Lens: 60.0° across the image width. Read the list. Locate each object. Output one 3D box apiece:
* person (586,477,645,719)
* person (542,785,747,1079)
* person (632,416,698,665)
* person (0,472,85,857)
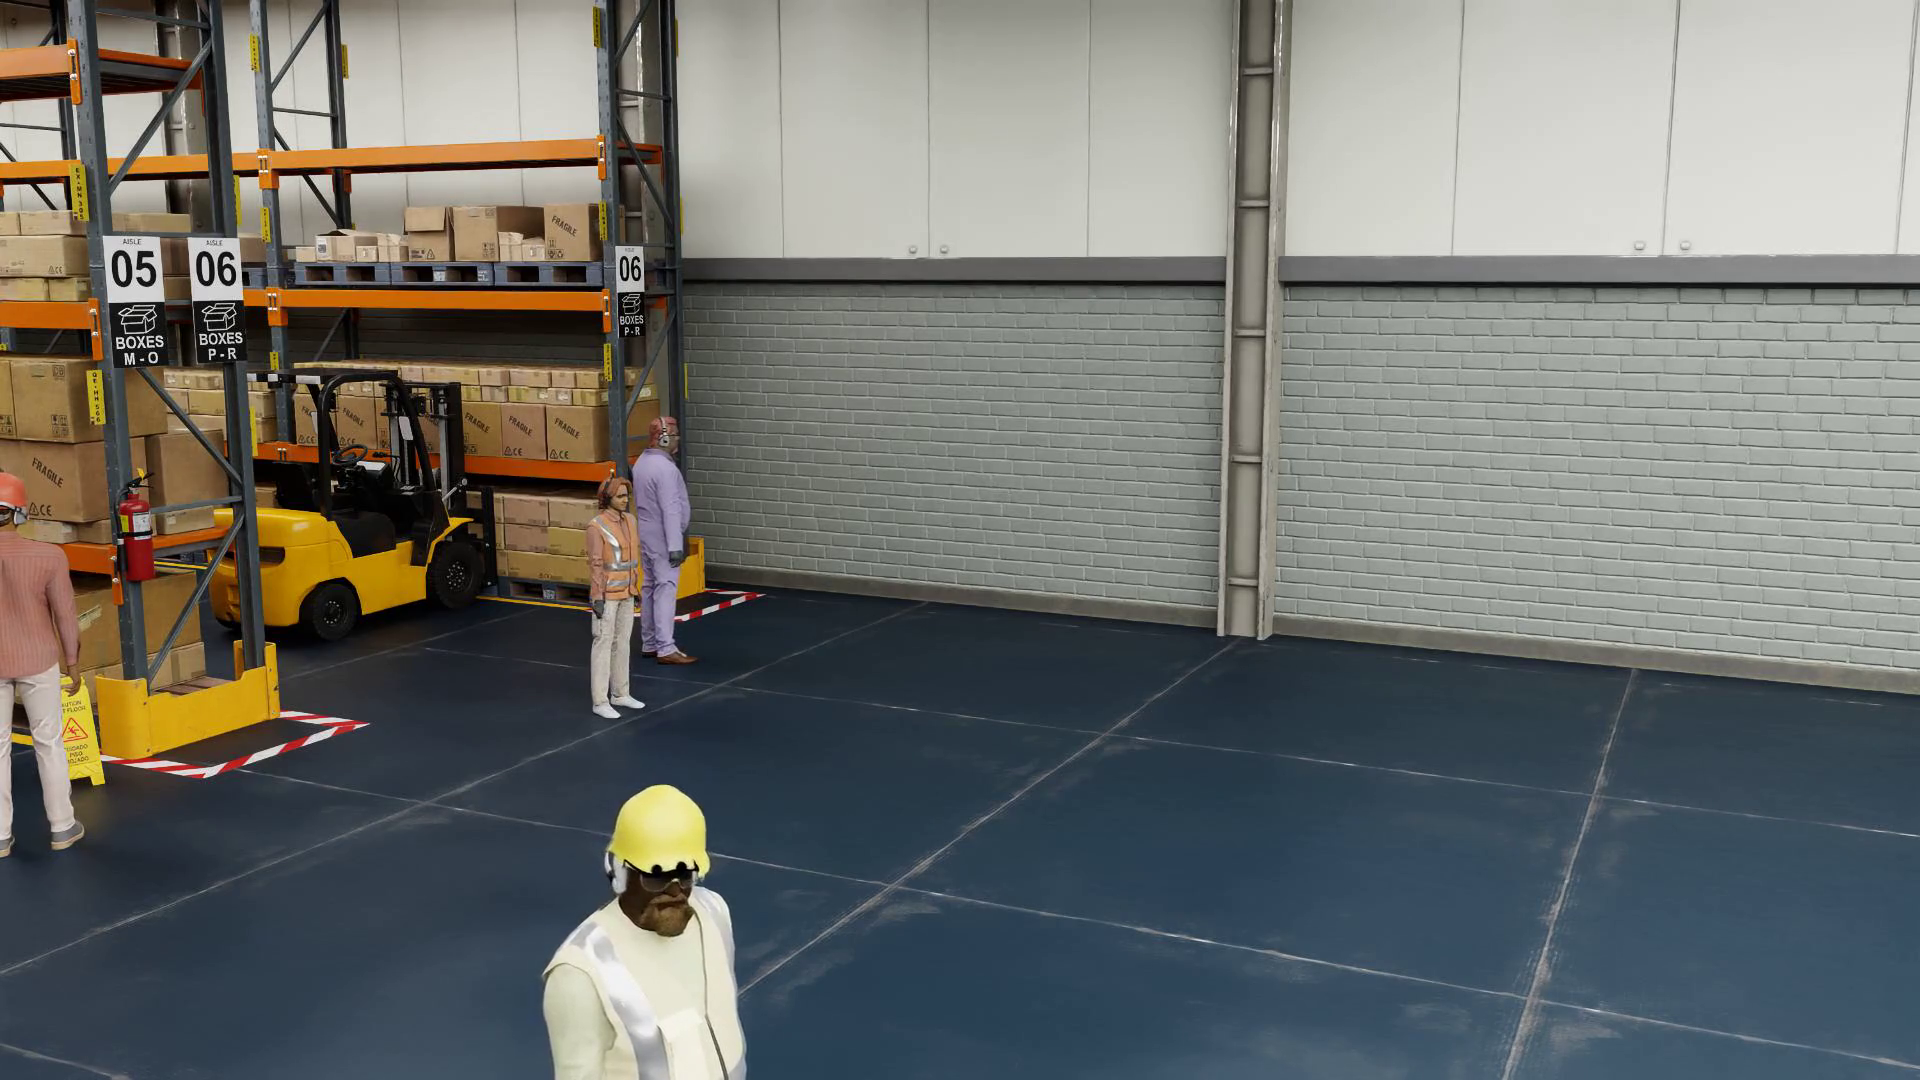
[{"bbox_3d":[-2.346,0.381,11.314,0.311,1.638,0.522,4,10,22],"label":"person"},{"bbox_3d":[-0.719,1.474,4.034,0.404,1.827,0.601,5,11,28],"label":"person"},{"bbox_3d":[-2.273,0.001,12.833,0.399,1.907,0.644,-5,11,-30],"label":"person"},{"bbox_3d":[-4.895,0.643,8.617,0.623,1.993,0.384,-4,10,-23],"label":"person"}]
